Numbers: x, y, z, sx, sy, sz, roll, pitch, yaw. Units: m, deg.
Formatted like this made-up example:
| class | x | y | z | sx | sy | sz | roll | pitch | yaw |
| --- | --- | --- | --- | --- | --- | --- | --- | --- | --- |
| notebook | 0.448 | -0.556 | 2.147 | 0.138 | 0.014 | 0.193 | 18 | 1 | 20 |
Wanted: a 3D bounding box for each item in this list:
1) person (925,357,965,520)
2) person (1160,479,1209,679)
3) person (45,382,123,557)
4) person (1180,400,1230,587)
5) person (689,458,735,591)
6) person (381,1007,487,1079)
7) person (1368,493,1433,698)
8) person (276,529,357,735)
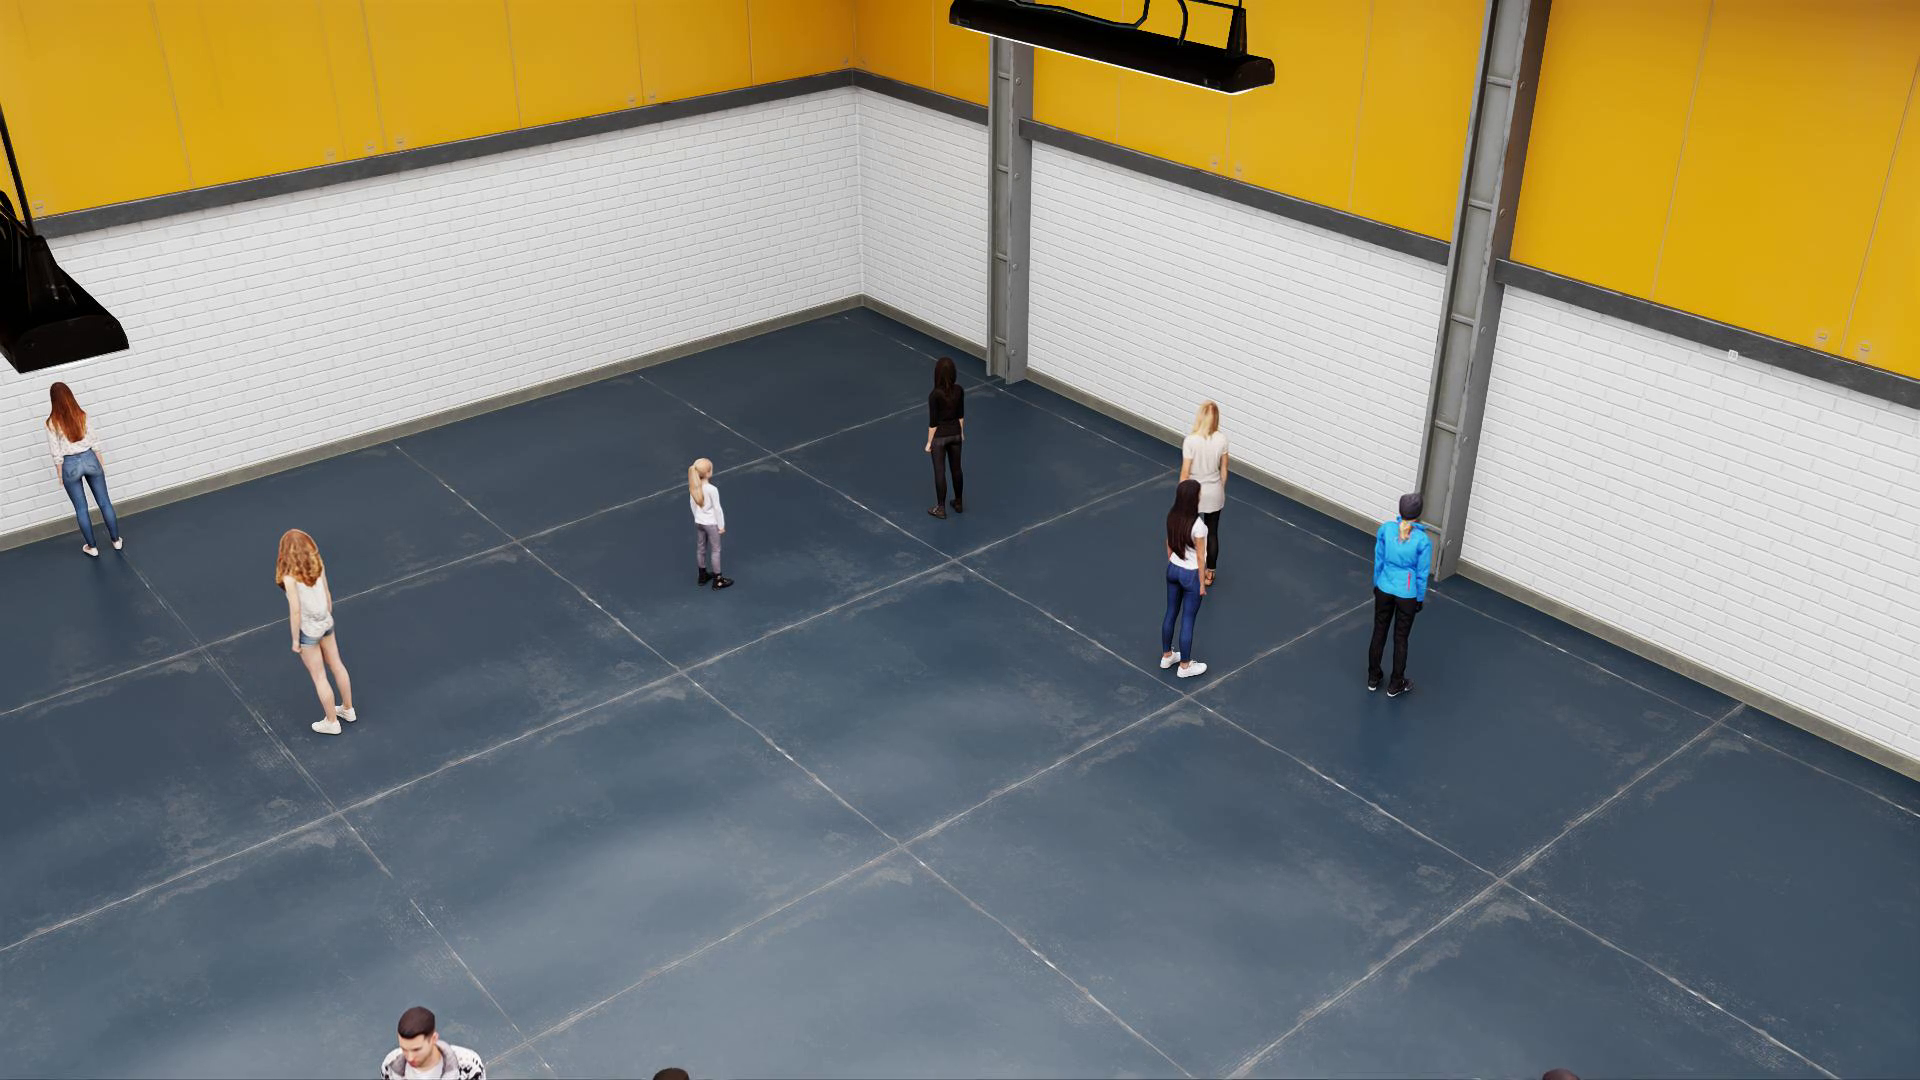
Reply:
| class | x | y | z | sx | sy | sz | roll | pitch | yaw |
| --- | --- | --- | --- | --- | --- | --- | --- | --- | --- |
| person | -0.131 | -1.001 | 16.184 | 0.602 | 1.641 | 0.519 | -18 | 33 | -30 |
| person | 1.839 | 0.307 | 13.646 | 0.660 | 1.775 | 0.475 | -18 | 34 | -30 |
| person | -8.189 | -0.672 | 15.491 | 0.576 | 1.729 | 0.488 | -21 | 35 | -34 |
| person | 2.177 | -0.401 | 14.891 | 0.673 | 1.827 | 0.678 | -6 | 29 | -10 |
| person | -2.284 | -0.157 | 15.016 | 0.503 | 1.279 | 0.605 | 18 | 34 | 30 |
| person | -2.626 | 3.074 | 8.486 | 0.753 | 1.860 | 0.793 | 0 | 29 | 0 |
| person | 3.521 | 0.434 | 13.393 | 0.508 | 1.795 | 0.706 | 22 | 36 | 35 |
| person | -5.002 | 0.709 | 12.926 | 0.656 | 1.759 | 0.659 | 12 | 31 | 20 |
